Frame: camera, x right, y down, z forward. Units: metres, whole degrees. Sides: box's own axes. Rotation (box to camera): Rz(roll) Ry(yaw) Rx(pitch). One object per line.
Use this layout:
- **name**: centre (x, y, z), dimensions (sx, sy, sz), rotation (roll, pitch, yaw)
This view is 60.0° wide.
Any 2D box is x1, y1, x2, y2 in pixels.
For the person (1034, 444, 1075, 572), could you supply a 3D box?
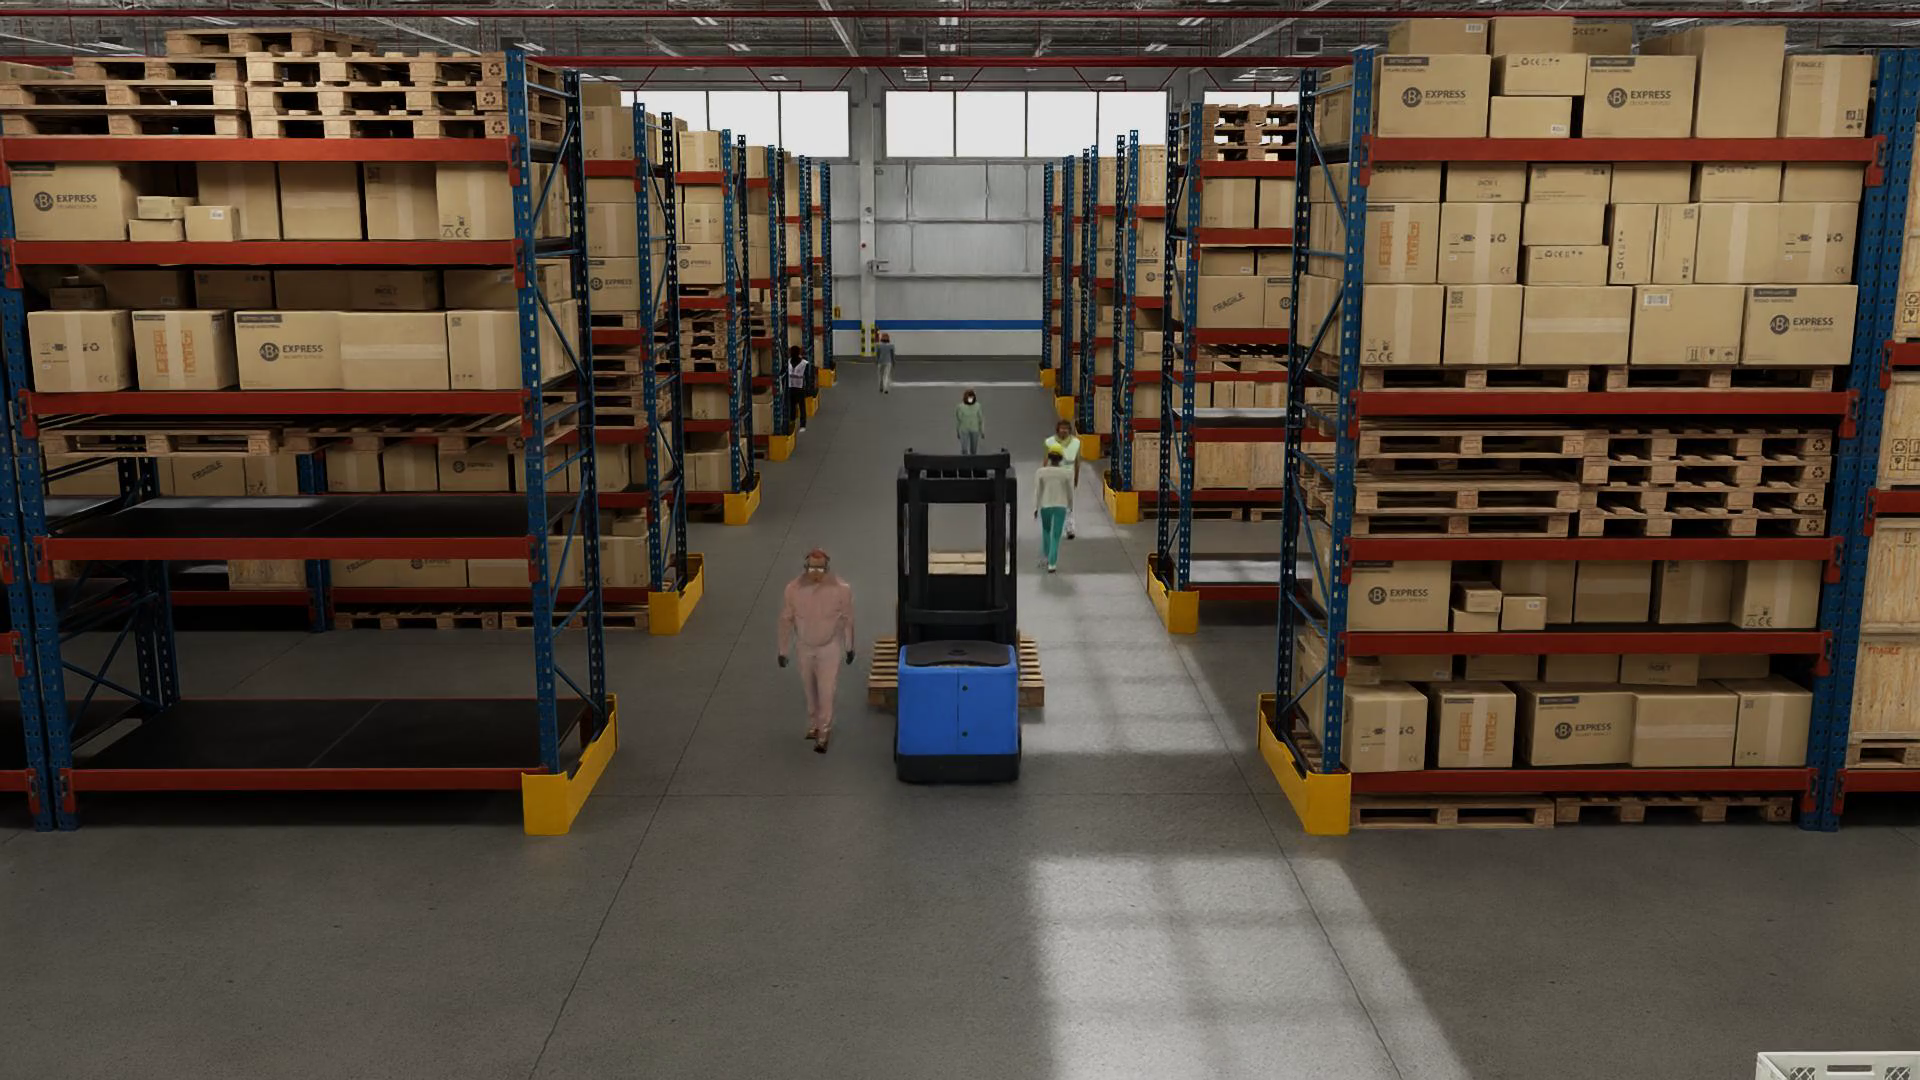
- **person**: centre (1.310, -0.459, 22.863), dimensions (0.537, 1.718, 0.908), rotation (3, 12, 14)

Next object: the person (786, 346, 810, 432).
- **person**: centre (-3.581, -3.323, 36.582), dimensions (0.589, 1.913, 0.399), rotation (5, 12, 21)

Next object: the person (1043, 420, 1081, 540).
- **person**: centre (1.529, -0.913, 24.936), dimensions (0.574, 1.787, 0.965), rotation (0, 11, -2)

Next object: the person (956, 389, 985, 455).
- **person**: centre (0.198, -1.965, 30.594), dimensions (0.511, 1.616, 0.519), rotation (-2, 12, -10)

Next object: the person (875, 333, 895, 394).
- **person**: centre (-1.981, -4.675, 44.065), dimensions (0.530, 1.586, 0.840), rotation (-1, 11, -4)

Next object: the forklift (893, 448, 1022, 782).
- **forklift**: centre (-0.025, 0.571, 14.869), dimensions (1.129, 2.768, 1.873), rotation (0, 11, 0)

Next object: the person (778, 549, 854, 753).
- **person**: centre (-1.341, 1.012, 15.231), dimensions (0.683, 1.849, 0.981), rotation (1, 11, 7)
